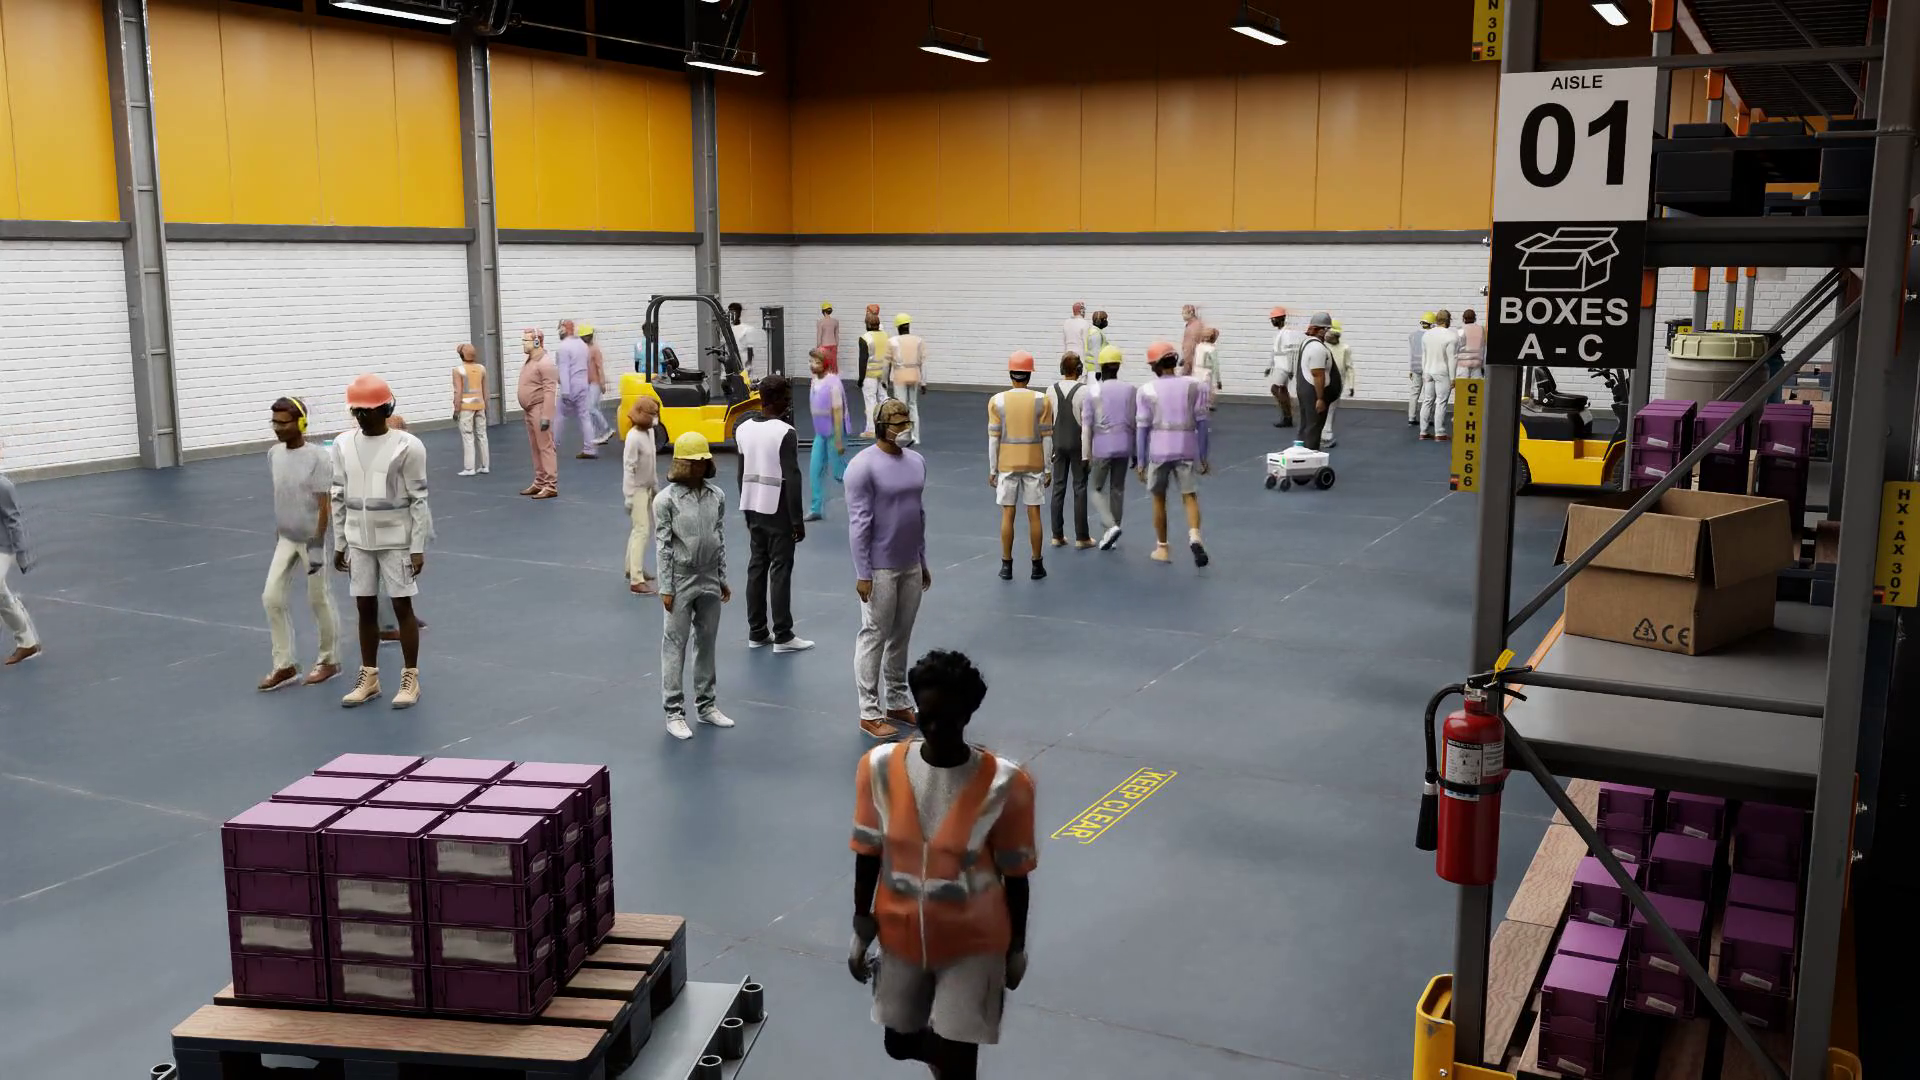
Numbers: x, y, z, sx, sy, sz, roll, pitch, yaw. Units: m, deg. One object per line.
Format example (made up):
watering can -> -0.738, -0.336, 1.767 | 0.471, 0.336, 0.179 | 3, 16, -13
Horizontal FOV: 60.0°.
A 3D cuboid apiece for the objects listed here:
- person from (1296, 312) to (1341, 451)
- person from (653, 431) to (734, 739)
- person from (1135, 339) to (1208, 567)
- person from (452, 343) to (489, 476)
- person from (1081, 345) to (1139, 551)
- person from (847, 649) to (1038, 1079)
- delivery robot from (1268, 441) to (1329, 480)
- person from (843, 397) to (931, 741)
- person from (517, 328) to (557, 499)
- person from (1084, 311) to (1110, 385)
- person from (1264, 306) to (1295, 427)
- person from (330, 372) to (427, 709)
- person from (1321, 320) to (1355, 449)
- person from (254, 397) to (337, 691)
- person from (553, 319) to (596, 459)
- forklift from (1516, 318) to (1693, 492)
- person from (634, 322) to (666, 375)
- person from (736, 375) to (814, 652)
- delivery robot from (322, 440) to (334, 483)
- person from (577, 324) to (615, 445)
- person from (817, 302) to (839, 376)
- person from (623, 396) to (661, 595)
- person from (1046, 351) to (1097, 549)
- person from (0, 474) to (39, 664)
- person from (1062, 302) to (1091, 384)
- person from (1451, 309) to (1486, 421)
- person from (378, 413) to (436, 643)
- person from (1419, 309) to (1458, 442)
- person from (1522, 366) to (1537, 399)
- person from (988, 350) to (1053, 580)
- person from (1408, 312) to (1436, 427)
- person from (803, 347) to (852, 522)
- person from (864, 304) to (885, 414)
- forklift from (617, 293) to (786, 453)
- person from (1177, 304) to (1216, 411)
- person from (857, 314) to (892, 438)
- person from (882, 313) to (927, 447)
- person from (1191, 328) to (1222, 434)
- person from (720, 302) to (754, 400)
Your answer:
person -> 4.387, -1.775, 20.353 | 0.536, 2.000, 0.683 | -1, 10, -3
person -> -1.511, 0.248, 9.501 | 0.296, 1.744, 0.487 | 9, 13, 41
person -> 1.870, -0.744, 14.522 | 0.650, 1.998, 0.829 | -1, 10, -4
person -> -6.044, -1.606, 20.538 | 0.310, 1.638, 0.523 | 6, 12, 32
person -> 1.394, -0.830, 15.254 | 0.614, 1.911, 0.588 | -3, 10, -17
person -> -0.025, 1.100, 4.750 | 0.530, 1.676, 0.680 | 3, 10, 19
delivery robot -> 3.932, -0.910, 19.342 | 0.707, 0.478, 0.477 | -4, 10, -27
person -> -0.389, 0.155, 9.474 | 0.372, 1.940, 0.632 | 7, 12, 35
person -> -4.758, -1.419, 18.677 | 0.405, 1.910, 0.636 | -6, 12, -33
person -> 2.177, -2.690, 26.224 | 0.430, 1.843, 0.625 | 0, 10, 1
person -> 5.058, -2.722, 26.202 | 0.507, 1.907, 0.558 | 0, 10, 1
person -> -3.509, 0.009, 10.033 | 0.607, 2.039, 0.380 | 2, 10, 9
person -> 5.259, -2.177, 23.373 | 0.626, 1.792, 0.873 | -1, 10, -8
person -> -4.194, 0.034, 10.424 | 0.521, 1.848, 0.680 | 3, 10, 19
person -> -5.285, -2.006, 22.186 | 0.938, 1.862, 0.644 | 4, 11, 21
forklift -> 7.066, -1.601, 18.899 | 2.313, 2.155, 1.214 | 5, 11, 27
person -> -4.783, -2.505, 25.601 | 0.554, 1.672, 0.611 | 1, 10, 6
person -> -1.305, -0.179, 11.484 | 0.587, 1.913, 0.391 | 9, 13, 42
delivery robot -> -7.367, -0.924, 19.450 | 0.477, 0.478, 0.707 | -6, 12, -31
person -> -5.254, -2.214, 23.748 | 0.407, 1.734, 0.550 | -6, 11, -29
person -> -2.652, -3.865, 33.245 | 0.525, 1.769, 0.315 | -8, 13, -38
person -> -2.618, -0.383, 13.596 | 0.438, 1.603, 0.624 | 1, 10, 7
person -> 1.039, -0.833, 15.464 | 0.508, 1.847, 0.345 | 5, 11, 26
person -> -6.379, 0.100, 10.831 | 0.505, 1.581, 0.892 | 3, 10, 16
person -> 2.054, -3.139, 28.623 | 0.408, 1.913, 0.644 | -8, 12, -38
person -> 8.262, -2.826, 27.060 | 0.647, 1.831, 0.431 | -2, 10, -10
person -> -3.988, -0.097, 11.864 | 0.628, 1.602, 0.642 | 6, 11, 30
person -> 6.987, -2.395, 24.285 | 0.377, 1.931, 0.628 | -6, 11, -31
person -> 7.569, -2.048, 22.383 | 0.337, 1.882, 0.583 | -1, 10, -6
person -> 0.508, -0.627, 14.000 | 0.543, 1.939, 0.360 | 0, 10, 3
person -> 7.360, -2.692, 26.300 | 0.403, 1.826, 0.596 | -9, 13, -42
person -> -1.269, -1.088, 17.085 | 0.796, 1.804, 0.613 | -6, 12, -33
person -> -1.434, -3.042, 28.138 | 0.337, 1.882, 0.585 | -3, 10, -18
forklift -> -3.588, -2.317, 23.042 | 2.313, 2.155, 1.214 | -1, 10, -5
person -> 3.994, -3.153, 28.899 | 1.031, 1.848, 0.636 | 0, 10, 1
person -> -1.290, -2.442, 24.792 | 0.429, 1.839, 0.634 | 10, 14, 44
person -> -0.750, -2.254, 23.623 | 0.601, 1.901, 0.664 | -5, 11, -25
person -> 3.754, -2.408, 25.227 | 0.592, 1.615, 0.524 | -4, 10, -21
person -> -3.654, -2.890, 27.055 | 0.650, 1.946, 0.496 | 4, 11, 24
